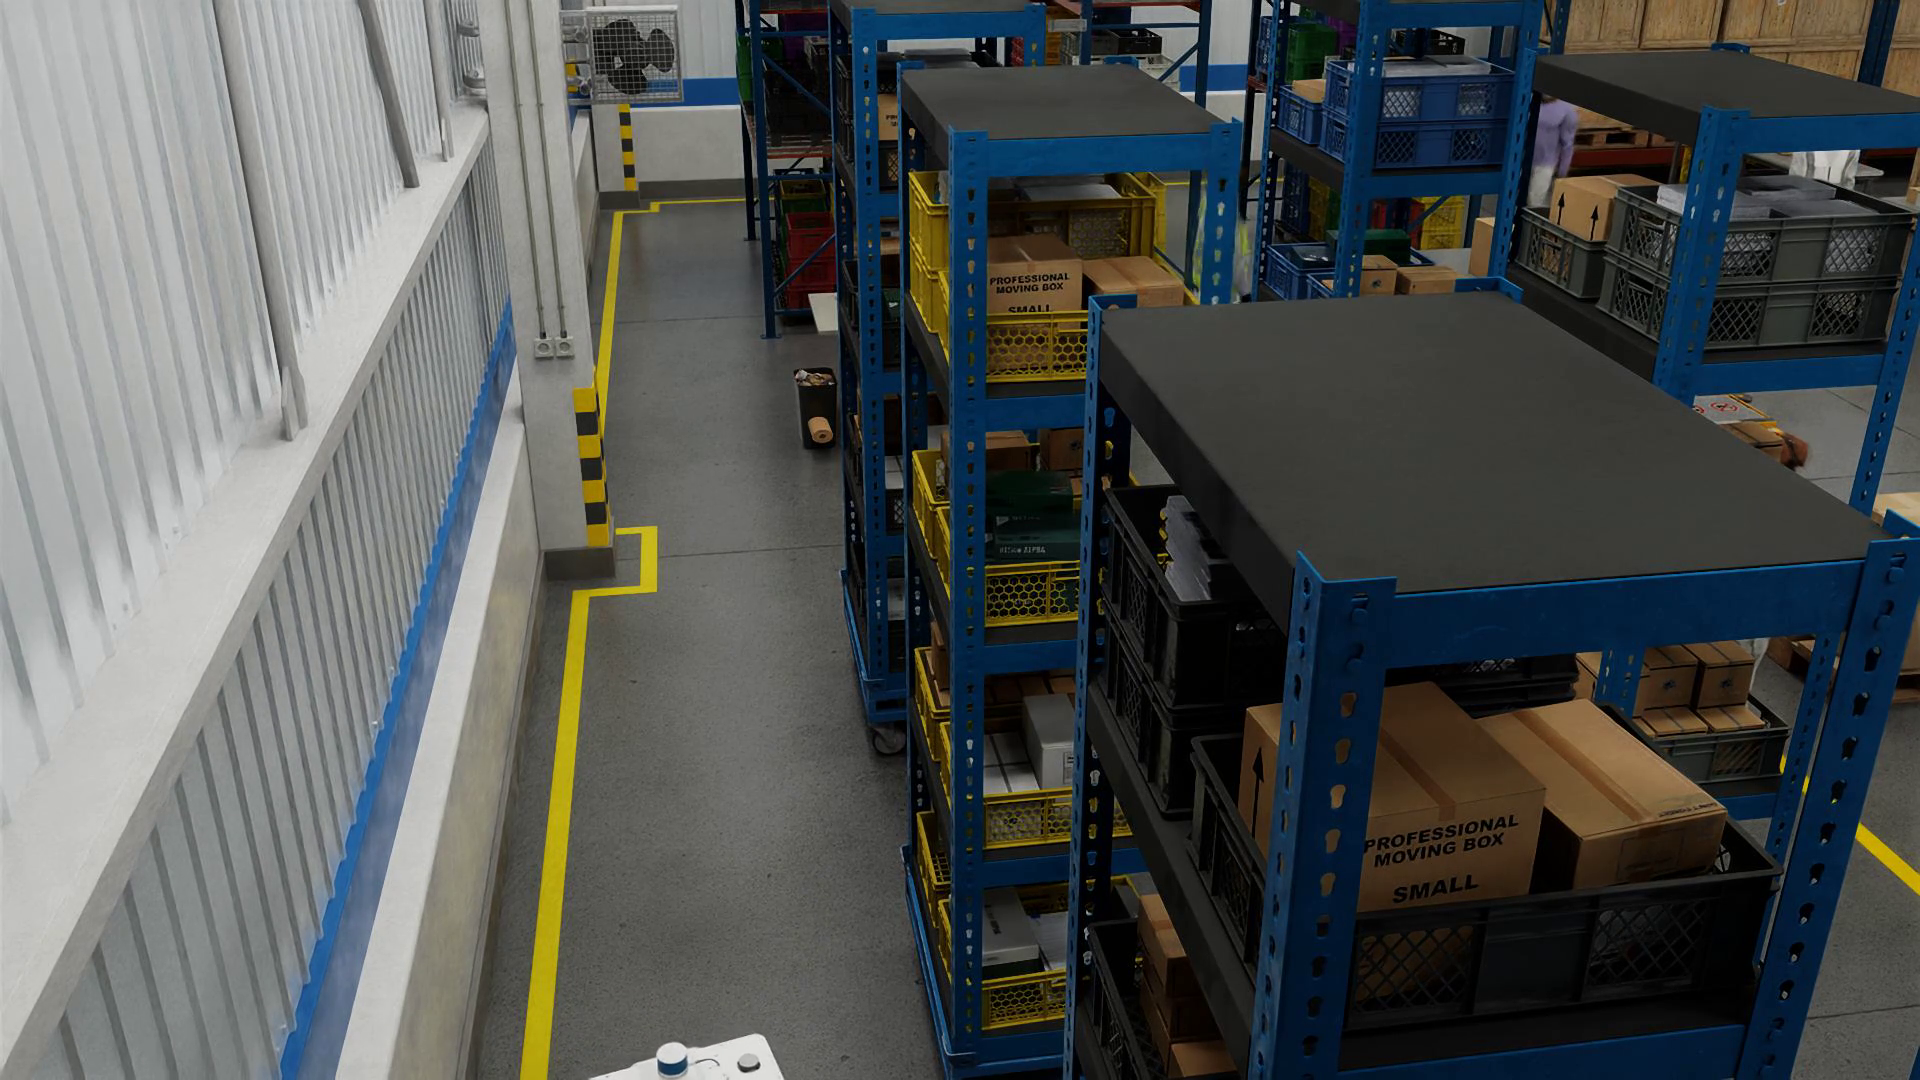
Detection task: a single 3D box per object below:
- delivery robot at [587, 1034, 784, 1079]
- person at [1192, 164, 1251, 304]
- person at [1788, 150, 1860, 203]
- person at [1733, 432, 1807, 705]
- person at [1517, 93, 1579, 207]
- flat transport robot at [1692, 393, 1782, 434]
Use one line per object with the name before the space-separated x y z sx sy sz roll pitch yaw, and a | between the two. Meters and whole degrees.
delivery robot | -0.958 1.924 5.638 0.707 0.478 0.477 -10 26 -20
person | 2.050 -1.944 12.662 0.635 1.813 0.598 7 26 15
person | 7.558 -2.914 14.702 0.579 1.878 0.360 1 25 3
person | 3.816 0.259 8.088 0.311 1.632 0.517 -6 25 -13
person | 5.624 -3.642 16.253 0.789 1.916 0.637 -22 33 -40
flat transport robot | 5.224 -0.859 12.132 1.431 0.197 0.652 -4 25 -8
